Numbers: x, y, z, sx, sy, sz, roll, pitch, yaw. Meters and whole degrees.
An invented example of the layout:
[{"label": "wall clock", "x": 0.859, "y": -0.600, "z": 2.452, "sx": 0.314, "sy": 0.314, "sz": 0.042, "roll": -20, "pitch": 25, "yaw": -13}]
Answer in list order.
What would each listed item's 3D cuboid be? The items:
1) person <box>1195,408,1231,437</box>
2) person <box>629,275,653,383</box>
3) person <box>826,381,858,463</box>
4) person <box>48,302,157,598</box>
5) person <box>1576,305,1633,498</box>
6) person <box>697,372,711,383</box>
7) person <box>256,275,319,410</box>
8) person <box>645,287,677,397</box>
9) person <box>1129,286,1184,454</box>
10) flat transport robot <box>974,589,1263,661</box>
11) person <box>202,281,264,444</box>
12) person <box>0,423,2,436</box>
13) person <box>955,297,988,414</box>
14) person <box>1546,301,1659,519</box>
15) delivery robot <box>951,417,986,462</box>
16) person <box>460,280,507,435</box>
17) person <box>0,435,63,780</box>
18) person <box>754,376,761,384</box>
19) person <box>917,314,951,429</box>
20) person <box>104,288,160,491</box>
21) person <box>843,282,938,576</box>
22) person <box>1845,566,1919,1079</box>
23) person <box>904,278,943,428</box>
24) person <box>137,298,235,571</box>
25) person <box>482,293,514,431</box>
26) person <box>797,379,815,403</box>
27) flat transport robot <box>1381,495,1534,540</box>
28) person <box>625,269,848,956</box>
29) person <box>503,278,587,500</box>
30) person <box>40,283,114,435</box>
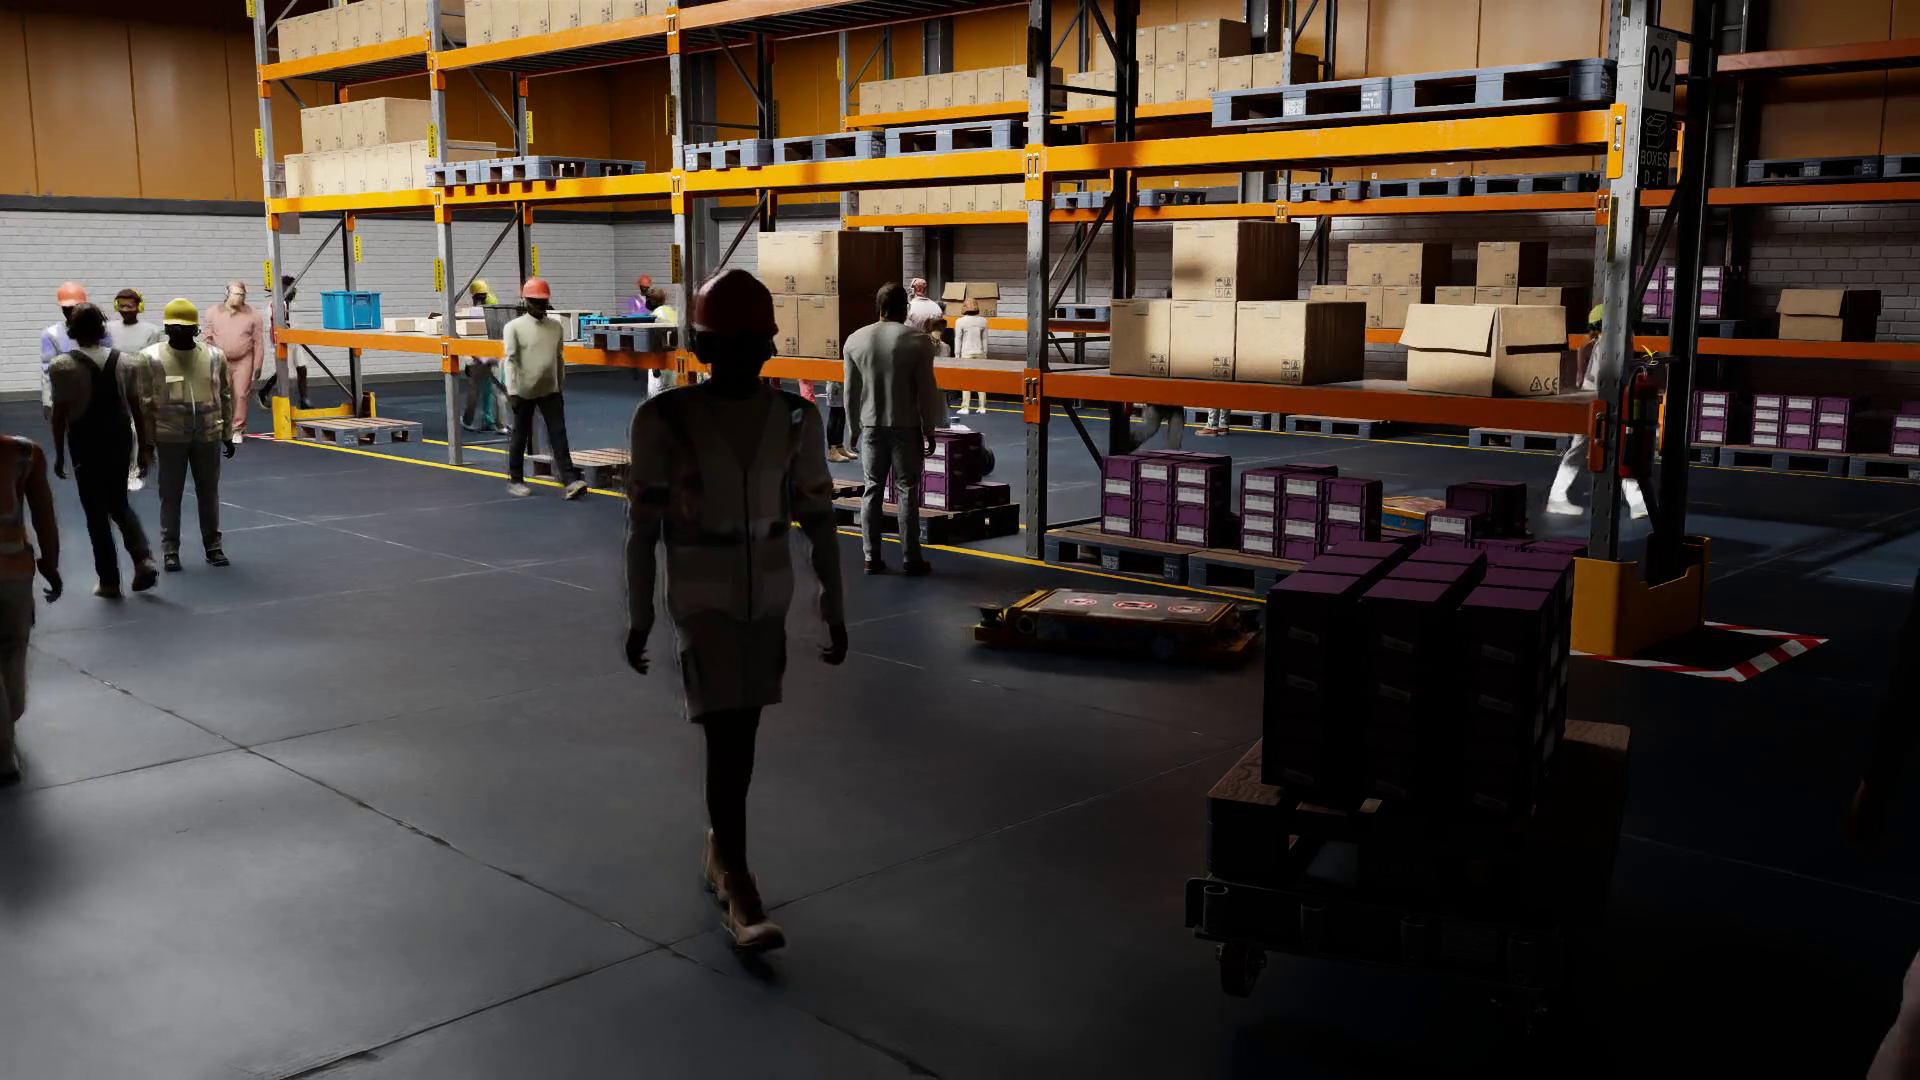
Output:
[{"label": "person", "x": 3.095, "y": -2.215, "z": 20.107, "sx": 0.370, "sy": 1.940, "sz": 0.630, "roll": 8, "pitch": 13, "yaw": 42}, {"label": "person", "x": -5.599, "y": -3.727, "z": 29.441, "sx": 0.557, "sy": 1.919, "sz": 0.735, "roll": -6, "pitch": 11, "yaw": -34}, {"label": "person", "x": -1.243, "y": -1.669, "z": 17.485, "sx": 0.321, "sy": 1.698, "sz": 0.537, "roll": 3, "pitch": 10, "yaw": 17}, {"label": "person", "x": -5.265, "y": -0.538, "z": 10.195, "sx": 0.439, "sy": 1.826, "sz": 0.504, "roll": 8, "pitch": 12, "yaw": 39}, {"label": "person", "x": 5.642, "y": -1.167, "z": 14.354, "sx": 0.506, "sy": 1.718, "sz": 0.726, "roll": -3, "pitch": 10, "yaw": -20}, {"label": "person", "x": -2.867, "y": -1.901, "z": 19.212, "sx": 0.753, "sy": 1.603, "sz": 0.509, "roll": 8, "pitch": 12, "yaw": 41}, {"label": "person", "x": -9.562, "y": -2.773, "z": 23.539, "sx": 0.835, "sy": 1.943, "sz": 0.608, "roll": 3, "pitch": 10, "yaw": 15}, {"label": "person", "x": -3.522, "y": -2.168, "z": 20.236, "sx": 0.775, "sy": 1.811, "sz": 0.634, "roll": 2, "pitch": 9, "yaw": 11}, {"label": "person", "x": 1.844, "y": -1.474, "z": 15.763, "sx": 0.759, "sy": 1.884, "sz": 0.633, "roll": 7, "pitch": 12, "yaw": 38}, {"label": "flat transport robot", "x": 0.855, "y": 0.439, "z": 8.930, "sx": 1.431, "sy": 0.197, "sz": 0.652, "roll": 3, "pitch": 10, "yaw": 21}, {"label": "person", "x": -8.388, "y": -2.041, "z": 19.198, "sx": 0.678, "sy": 1.884, "sz": 0.418, "roll": -3, "pitch": 10, "yaw": -16}, {"label": "person", "x": -5.886, "y": -0.380, "z": 9.800, "sx": 0.548, "sy": 1.613, "sz": 0.532, "roll": 5, "pitch": 11, "yaw": 29}, {"label": "person", "x": 0.161, "y": -2.567, "z": 23.233, "sx": 0.496, "sy": 1.626, "sz": 0.285, "roll": -4, "pitch": 10, "yaw": -24}, {"label": "person", "x": 5.263, "y": -1.070, "z": 13.465, "sx": 0.998, "sy": 1.812, "sz": 0.611, "roll": 9, "pitch": 13, "yaw": 44}, {"label": "delivery robot", "x": -0.054, "y": -0.970, "z": 16.397, "sx": 0.477, "sy": 0.478, "sz": 0.707, "roll": -6, "pitch": 11, "yaw": -33}, {"label": "person", "x": -5.882, "y": -2.239, "z": 20.447, "sx": 0.614, "sy": 1.871, "sz": 1.009, "roll": -8, "pitch": 12, "yaw": -41}, {"label": "person", "x": -3.987, "y": 0.128, "z": 6.765, "sx": 0.543, "sy": 1.588, "sz": 0.844, "roll": -8, "pitch": 12, "yaw": -40}, {"label": "person", "x": -2.651, "y": -2.424, "z": 22.176, "sx": 0.597, "sy": 1.676, "sz": 0.546, "roll": 6, "pitch": 11, "yaw": 33}, {"label": "person", "x": -0.339, "y": -1.345, "z": 15.802, "sx": 0.744, "sy": 1.604, "sz": 0.552, "roll": 8, "pitch": 12, "yaw": 41}, {"label": "person", "x": -7.556, "y": -1.366, "z": 15.173, "sx": 0.549, "sy": 1.848, "sz": 0.409, "roll": -2, "pitch": 9, "yaw": -10}, {"label": "person", "x": -0.453, "y": -0.726, "z": 10.979, "sx": 0.635, "sy": 1.936, "sz": 0.351, "roll": 3, "pitch": 10, "yaw": 15}, {"label": "person", "x": 2.092, "y": 0.521, "z": 3.353, "sx": 1.051, "sy": 1.941, "sz": 0.633, "roll": 0, "pitch": 9, "yaw": 1}, {"label": "person", "x": -0.516, "y": -2.280, "z": 20.604, "sx": 0.645, "sy": 1.907, "sz": 0.400, "roll": -9, "pitch": 13, "yaw": -44}, {"label": "person", "x": -5.200, "y": -0.711, "z": 11.216, "sx": 0.594, "sy": 1.828, "sz": 0.403, "roll": -7, "pitch": 12, "yaw": -37}, {"label": "person", "x": -5.804, "y": -2.198, "z": 20.658, "sx": 0.454, "sy": 1.728, "sz": 0.547, "roll": 3, "pitch": 10, "yaw": 19}, {"label": "person", "x": -1.817, "y": -1.989, "z": 19.243, "sx": 0.321, "sy": 1.769, "sz": 0.523, "roll": 0, "pitch": 9, "yaw": -1}, {"label": "flat transport robot", "x": 3.583, "y": -0.162, "z": 12.616, "sx": 0.652, "sy": 0.197, "sz": 1.431, "roll": -5, "pitch": 10, "yaw": -26}, {"label": "person", "x": -0.622, "y": 0.213, "z": 4.985, "sx": 0.643, "sy": 2.009, "sz": 0.908, "roll": -5, "pitch": 11, "yaw": -30}, {"label": "person", "x": -3.697, "y": -1.314, "z": 14.586, "sx": 0.656, "sy": 1.936, "sz": 1.035, "roll": -9, "pitch": 13, "yaw": -43}, {"label": "person", "x": -7.389, "y": -1.192, "z": 13.967, "sx": 0.568, "sy": 1.889, "sz": 0.961, "roll": -4, "pitch": 10, "yaw": -22}]
